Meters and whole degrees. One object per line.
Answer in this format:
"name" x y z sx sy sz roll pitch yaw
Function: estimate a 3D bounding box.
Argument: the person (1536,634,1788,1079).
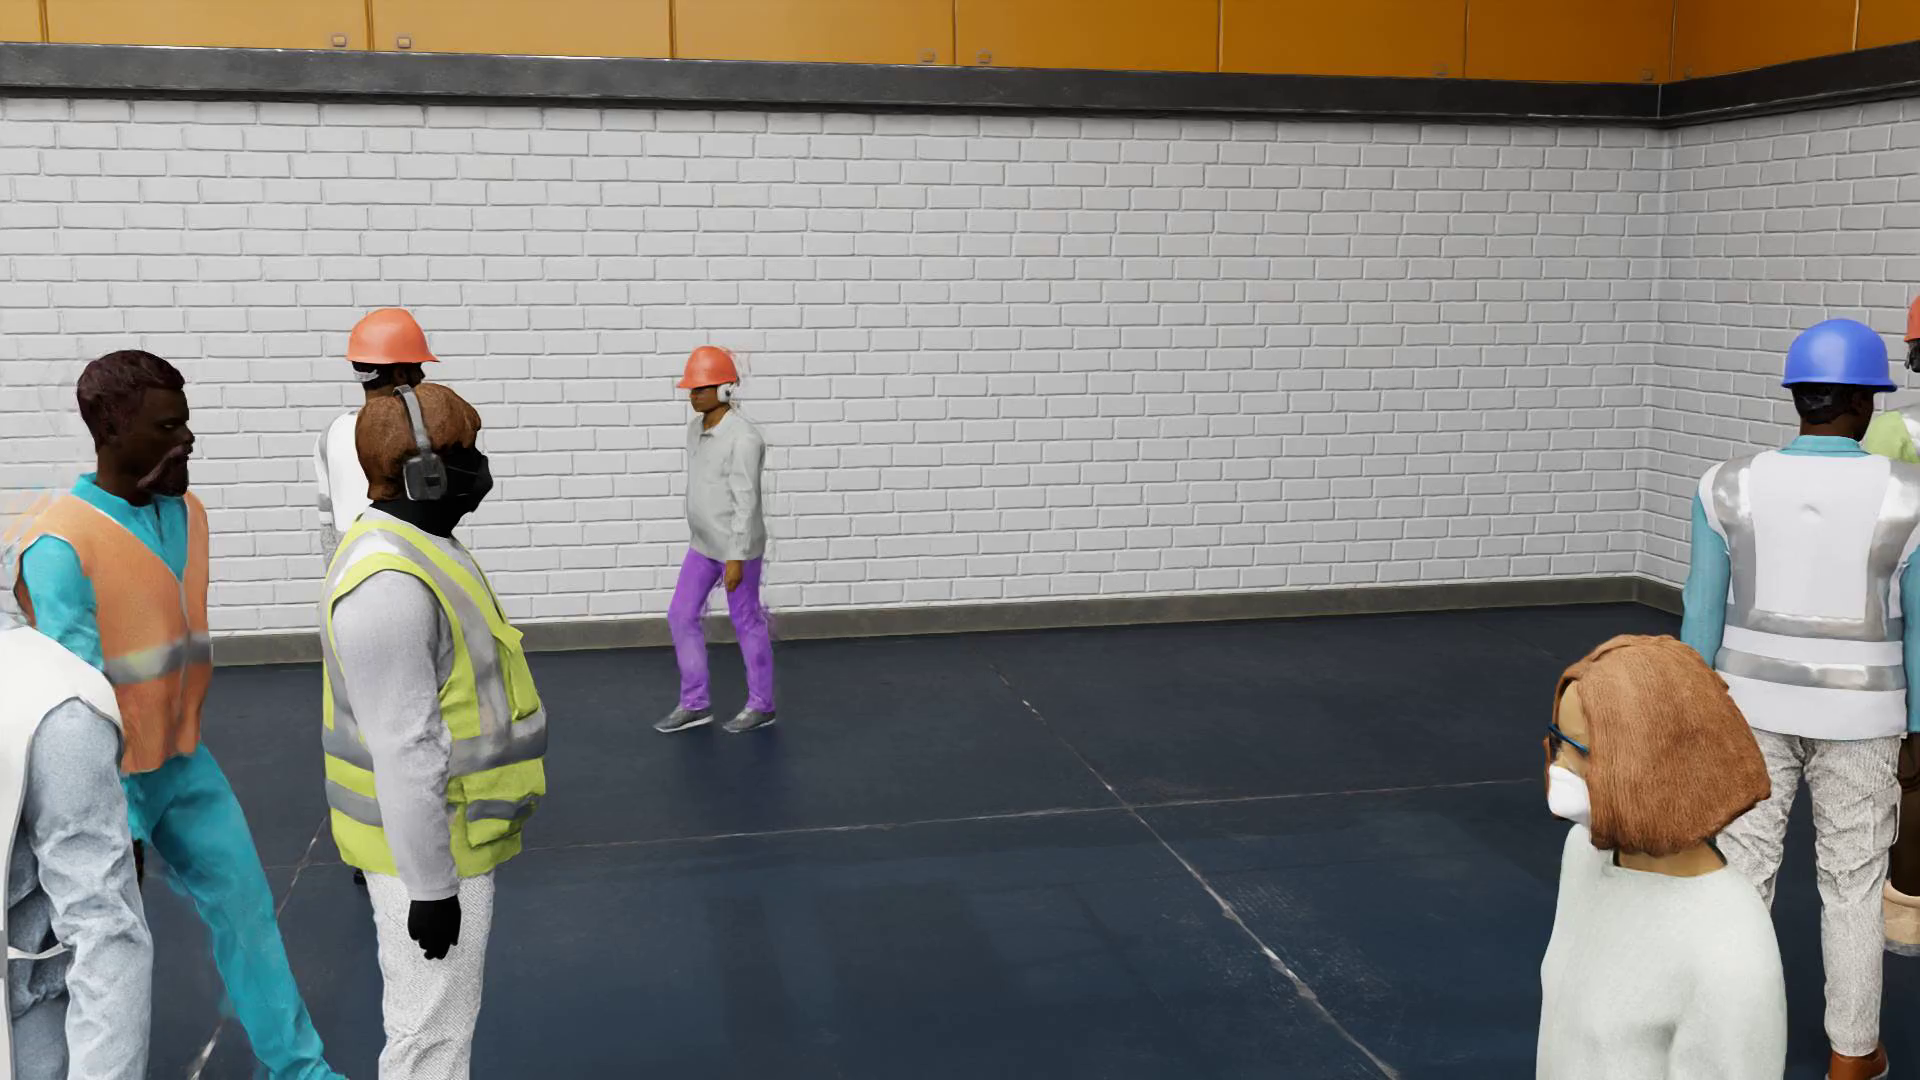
"person" 0.858 0.921 2.137 0.278 1.628 0.505 0 9 0

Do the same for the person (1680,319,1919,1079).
"person" 2.133 0.424 4.189 0.605 1.943 0.402 6 11 33

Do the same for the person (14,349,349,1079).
"person" -1.717 0.525 3.733 0.914 1.882 0.628 1 9 7

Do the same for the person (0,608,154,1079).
"person" -1.336 0.755 2.249 0.600 1.916 0.377 4 10 24

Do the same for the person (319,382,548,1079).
"person" -1.051 0.605 3.387 0.429 1.846 0.632 -2 10 -14

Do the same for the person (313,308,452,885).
"person" -1.866 0.207 5.528 0.546 1.939 0.375 6 11 32

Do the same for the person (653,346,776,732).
"person" -1.098 0.016 7.321 0.659 1.723 0.589 -7 12 -38
